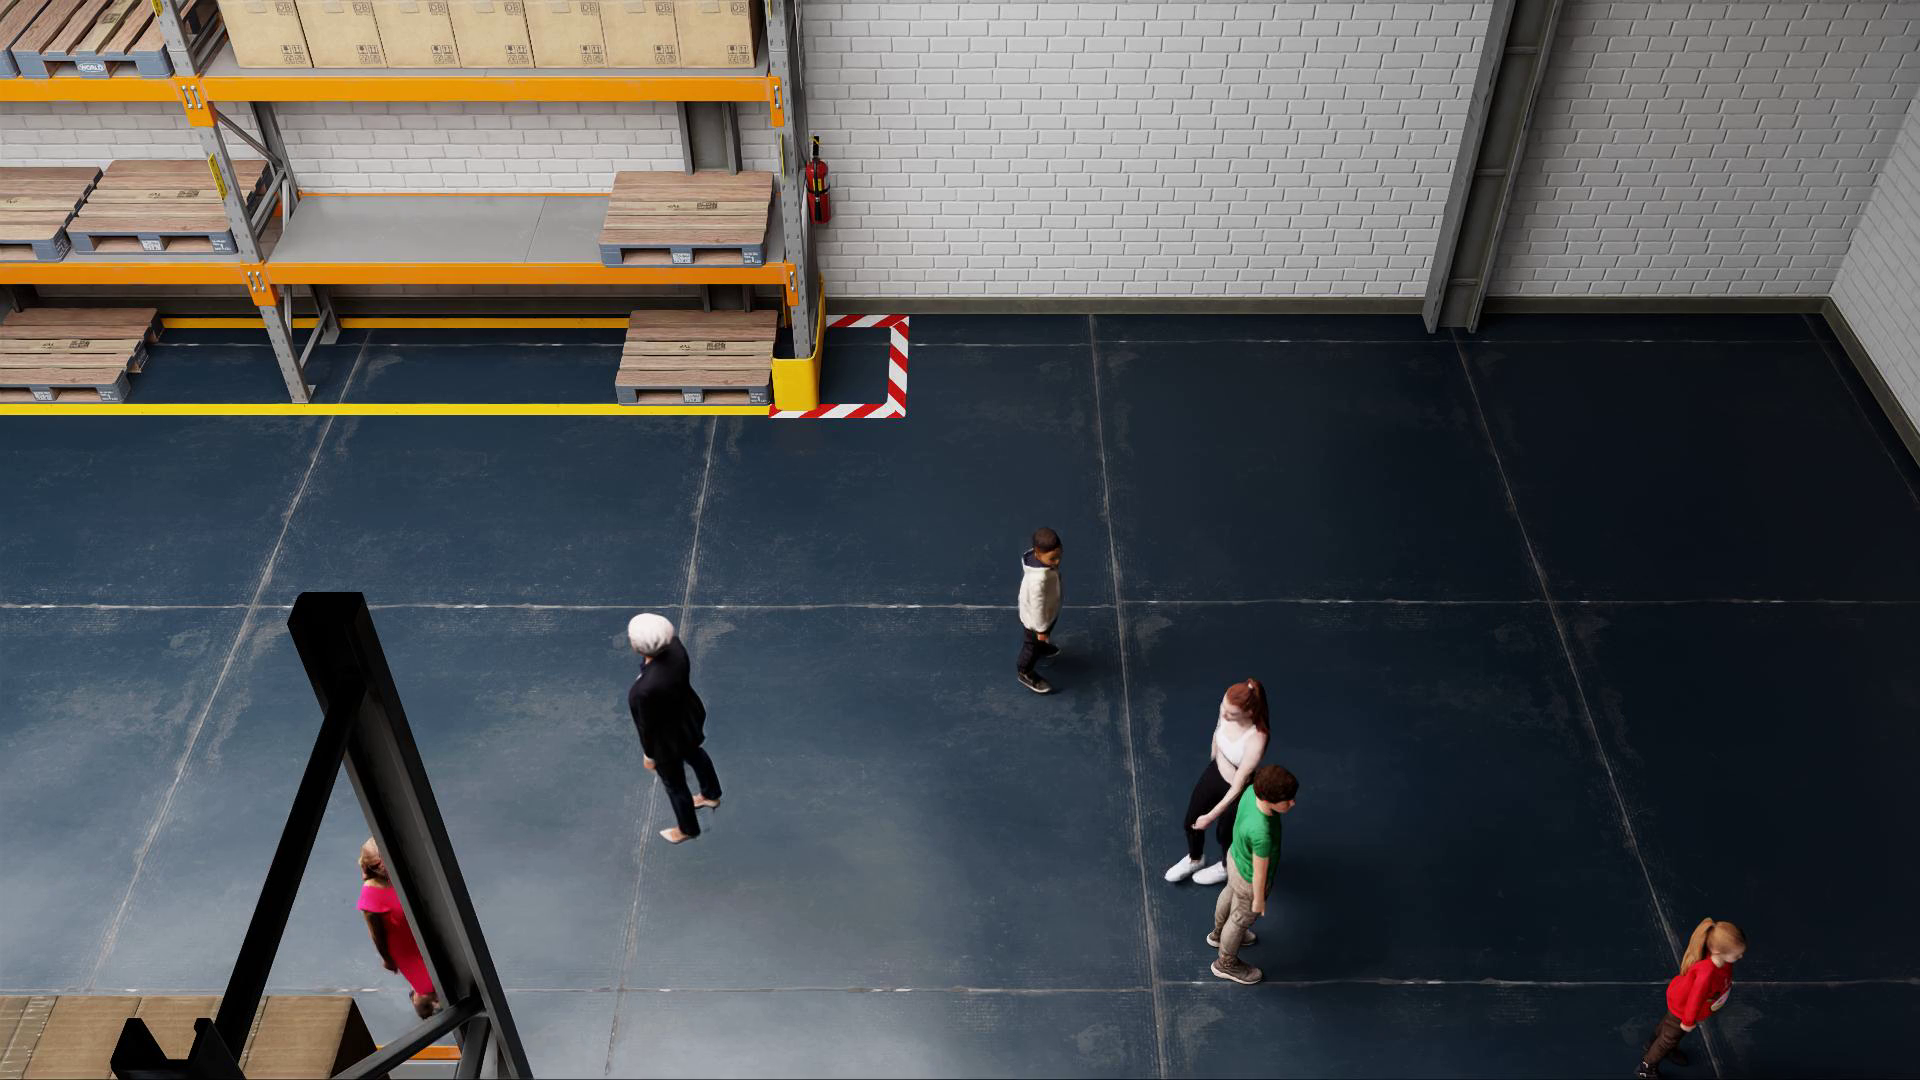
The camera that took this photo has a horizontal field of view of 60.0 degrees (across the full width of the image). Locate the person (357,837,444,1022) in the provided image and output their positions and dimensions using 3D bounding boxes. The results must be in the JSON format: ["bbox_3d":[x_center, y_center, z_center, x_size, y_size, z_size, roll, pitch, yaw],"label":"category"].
[{"bbox_3d":[-2.907,2.013,8.641,0.753,1.717,0.710,17,46,17],"label":"person"}]

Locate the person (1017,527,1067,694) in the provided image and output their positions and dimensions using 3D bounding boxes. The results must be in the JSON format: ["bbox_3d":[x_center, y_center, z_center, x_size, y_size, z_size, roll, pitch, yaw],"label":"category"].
[{"bbox_3d":[0.493,0.406,10.535,0.665,1.431,0.754,3,44,3],"label":"person"}]

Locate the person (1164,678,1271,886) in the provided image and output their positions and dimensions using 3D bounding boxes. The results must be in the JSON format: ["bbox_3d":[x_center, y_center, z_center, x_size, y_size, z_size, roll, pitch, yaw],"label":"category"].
[{"bbox_3d":[1.596,1.383,9.288,0.807,1.736,0.732,-12,45,-12],"label":"person"}]

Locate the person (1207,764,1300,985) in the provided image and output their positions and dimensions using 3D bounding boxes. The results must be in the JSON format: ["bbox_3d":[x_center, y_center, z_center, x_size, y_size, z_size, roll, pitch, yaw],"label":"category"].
[{"bbox_3d":[1.552,1.765,8.949,0.521,1.651,0.594,2,44,2],"label":"person"}]

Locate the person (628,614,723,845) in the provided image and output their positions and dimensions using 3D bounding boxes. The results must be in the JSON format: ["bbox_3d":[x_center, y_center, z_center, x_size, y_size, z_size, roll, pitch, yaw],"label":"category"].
[{"bbox_3d":[-1.534,0.980,8.923,0.690,1.780,0.784,12,45,12],"label":"person"}]

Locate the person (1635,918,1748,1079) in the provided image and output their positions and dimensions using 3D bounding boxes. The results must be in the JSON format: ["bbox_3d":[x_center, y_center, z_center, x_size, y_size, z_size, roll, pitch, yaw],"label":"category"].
[{"bbox_3d":[3.770,2.377,8.575,0.631,1.282,0.584,26,50,25],"label":"person"}]
